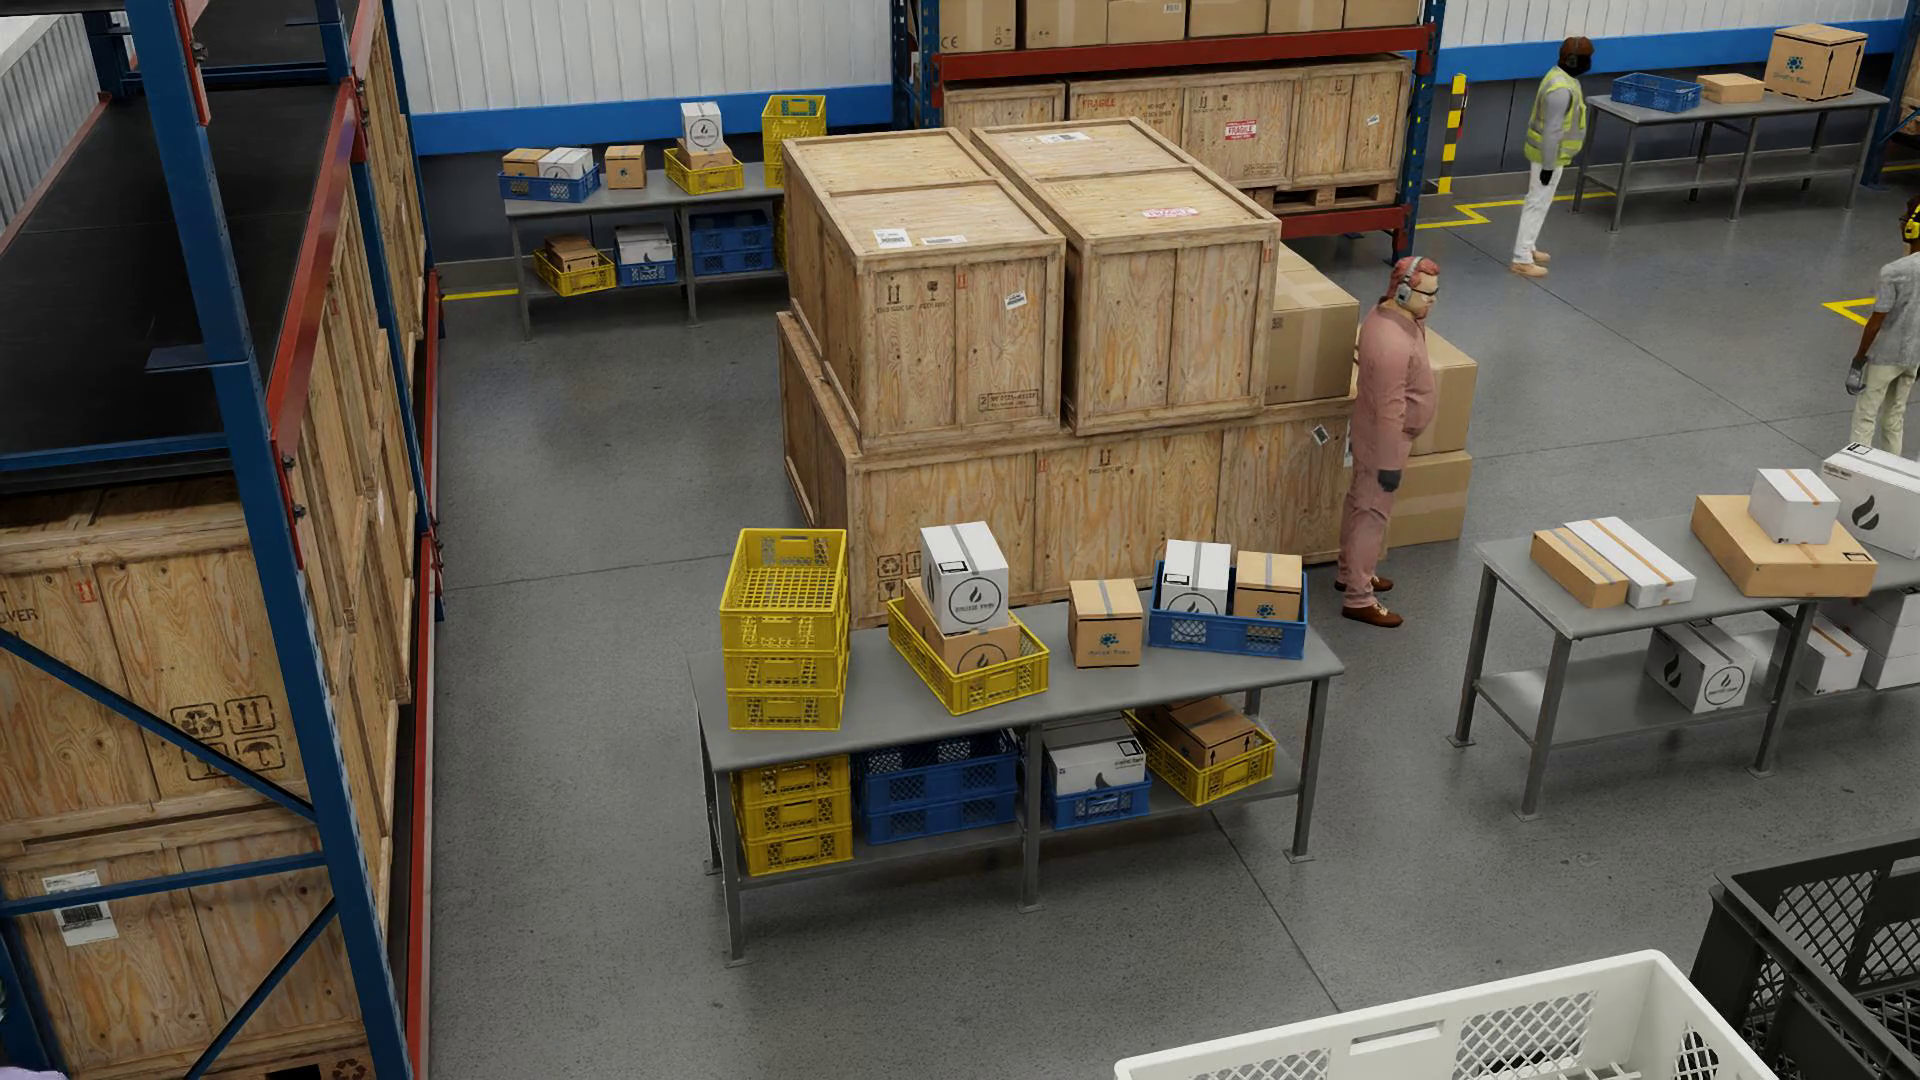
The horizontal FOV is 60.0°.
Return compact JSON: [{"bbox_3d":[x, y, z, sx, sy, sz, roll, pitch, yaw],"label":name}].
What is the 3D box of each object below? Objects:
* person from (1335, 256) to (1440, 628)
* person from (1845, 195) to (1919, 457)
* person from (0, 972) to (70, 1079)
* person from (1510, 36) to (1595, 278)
[{"bbox_3d":[2.144,-0.499,8.317,0.404,1.903,0.636,4,29,7],"label":"person"},{"bbox_3d":[5.193,-1.005,9.284,0.503,1.862,0.328,-7,30,-13],"label":"person"},{"bbox_3d":[-2.406,1.791,4.177,0.724,1.883,0.871,-3,29,-6],"label":"person"},{"bbox_3d":[4.593,-2.975,12.893,0.431,1.831,0.641,10,30,18],"label":"person"}]
